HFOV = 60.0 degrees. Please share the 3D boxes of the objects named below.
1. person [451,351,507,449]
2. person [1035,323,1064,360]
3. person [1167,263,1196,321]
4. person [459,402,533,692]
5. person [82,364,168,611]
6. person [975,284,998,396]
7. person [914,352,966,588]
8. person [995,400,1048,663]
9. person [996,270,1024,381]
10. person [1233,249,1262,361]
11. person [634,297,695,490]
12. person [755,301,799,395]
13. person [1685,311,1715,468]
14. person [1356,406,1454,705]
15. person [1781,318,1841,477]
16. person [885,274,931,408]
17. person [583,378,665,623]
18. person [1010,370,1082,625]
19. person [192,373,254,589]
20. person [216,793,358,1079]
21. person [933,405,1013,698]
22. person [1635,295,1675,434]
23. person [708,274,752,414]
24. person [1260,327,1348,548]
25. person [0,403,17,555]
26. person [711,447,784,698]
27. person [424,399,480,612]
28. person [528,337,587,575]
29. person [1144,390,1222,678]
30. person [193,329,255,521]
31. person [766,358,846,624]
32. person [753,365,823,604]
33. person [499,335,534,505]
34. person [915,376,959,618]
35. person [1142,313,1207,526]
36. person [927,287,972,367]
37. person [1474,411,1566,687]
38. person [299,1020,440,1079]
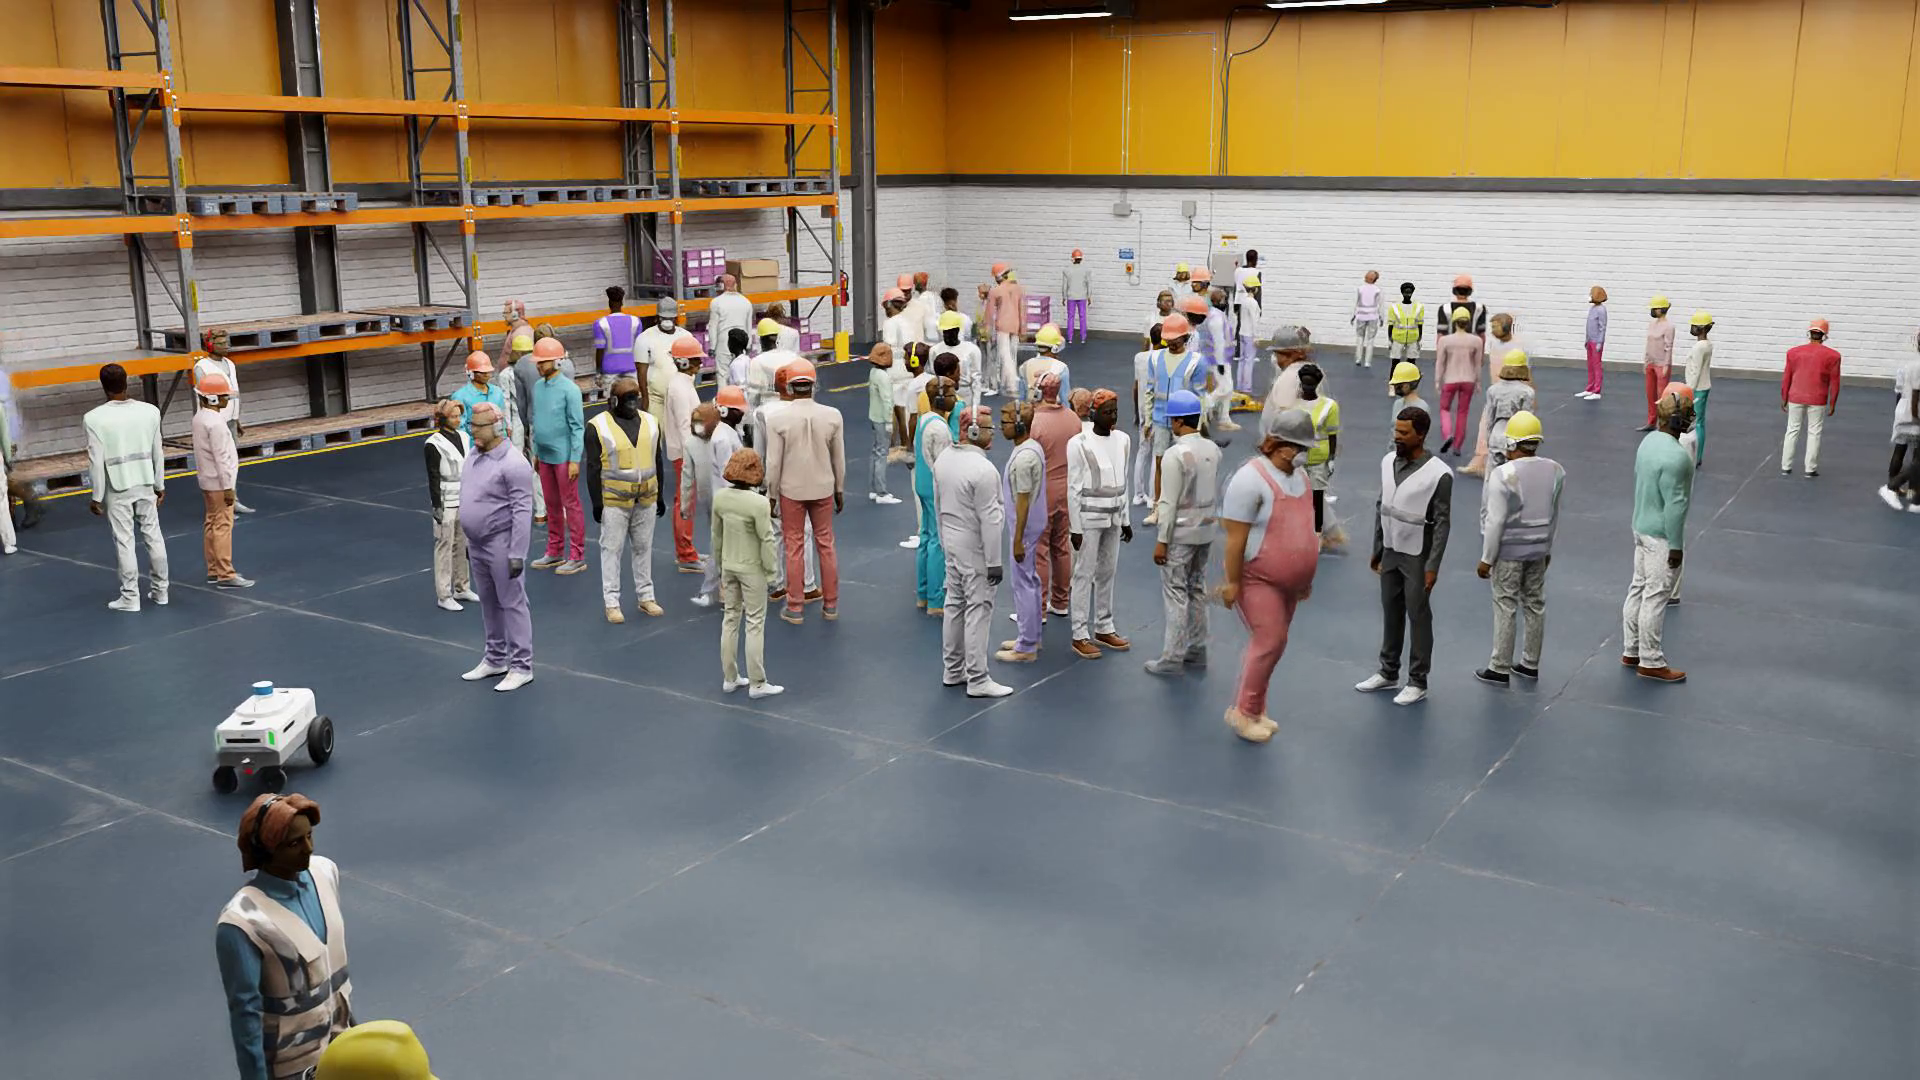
[{"bbox_3d":[-4.309,-0.835,15.058,0.329,1.751,0.569,8,15,31],"label":"person"},{"bbox_3d":[0.931,-1.409,17.541,0.320,1.755,0.559,1,13,3],"label":"person"},{"bbox_3d":[3.665,-3.712,27.555,0.487,1.746,0.290,1,13,4],"label":"person"},{"bbox_3d":[-3.071,0.039,10.933,0.639,1.908,0.406,12,17,41],"label":"person"},{"bbox_3d":[-6.412,-0.403,12.834,0.390,1.914,0.591,8,15,32],"label":"person"},{"bbox_3d":[0.397,-2.937,24.429,0.313,1.636,0.517,-7,15,-27],"label":"person"},{"bbox_3d":[-0.152,-0.570,13.551,0.396,1.917,0.590,-9,16,-34],"label":"person"},{"bbox_3d":[0.431,-0.059,11.517,0.340,1.838,0.506,2,13,9],"label":"person"},{"bbox_3d":[0.772,-3.339,25.946,0.487,1.741,0.314,-5,14,-19],"label":"person"},{"bbox_3d":[4.916,-4.027,28.557,0.400,1.910,0.601,-10,16,-36],"label":"person"},{"bbox_3d":[-3.042,-1.547,17.516,0.684,2.000,0.536,-10,16,-36],"label":"person"},{"bbox_3d":[-2.086,-1.816,19.114,0.516,1.842,0.324,-3,13,-12],"label":"person"},{"bbox_3d":[8.286,-1.691,18.746,0.313,1.769,0.525,9,16,34],"label":"person"},{"bbox_3d":[2.882,0.091,10.678,0.390,1.920,0.587,-7,15,-28],"label":"person"},{"bbox_3d":[9.314,-1.557,18.225,0.573,1.739,0.355,9,16,34],"label":"person"},{"bbox_3d":[-0.681,-2.454,21.581,0.636,1.977,0.486,2,13,8],"label":"person"},{"bbox_3d":[-2.503,-0.306,12.570,0.625,1.845,0.429,-10,16,-36],"label":"person"},{"bbox_3d":[0.621,-0.321,12.484,0.410,1.913,0.643,11,17,40],"label":"person"},{"bbox_3d":[-6.017,-0.487,13.548,0.342,1.749,0.569,-10,16,-37],"label":"person"},{"bbox_3d":[-1.997,1.538,5.013,0.305,1.640,0.522,3,13,12],"label":"person"},{"bbox_3d":[0.097,0.070,10.800,0.408,1.904,0.653,-8,15,-30],"label":"person"},{"bbox_3d":[8.808,-2.213,21.032,0.340,1.760,0.530,-2,13,-9],"label":"person"},{"bbox_3d":[-3.143,-2.663,22.679,0.659,1.896,0.401,-10,16,-37],"label":"person"},{"bbox_3d":[3.061,-0.942,14.893,0.938,2.000,0.691,5,14,19],"label":"person"},{"bbox_3d":[-8.547,-0.649,14.506,0.522,1.637,0.305,-10,16,-37],"label":"person"},{"bbox_3d":[-1.389,0.210,10.789,0.507,1.631,0.265,10,16,36],"label":"person"},{"bbox_3d":[-3.931,-0.279,12.899,0.306,1.636,0.525,4,14,16],"label":"person"},{"bbox_3d":[-3.397,-0.708,13.982,0.614,1.993,0.387,11,17,39],"label":"person"},{"bbox_3d":[1.519,-0.045,11.244,0.419,1.933,0.618,10,16,37],"label":"person"},{"bbox_3d":[-7.157,-1.123,16.101,0.390,1.846,0.565,1,13,4],"label":"person"},{"bbox_3d":[-1.164,-0.367,12.502,0.621,1.990,0.396,-5,14,-22],"label":"person"},{"bbox_3d":[-1.327,-0.430,13.020,0.575,1.883,0.355,4,14,16],"label":"person"},{"bbox_3d":[-4.304,-1.158,16.480,0.287,1.745,0.485,12,18,42],"label":"person"},{"bbox_3d":[-0.170,-0.331,12.668,0.327,1.843,0.514,-4,14,-17],"label":"person"},{"bbox_3d":[2.003,-1.113,15.642,0.606,2.039,0.381,7,15,29],"label":"person"},{"bbox_3d":[-0.110,-2.139,20.368,0.644,1.898,1.021,-5,14,-20],"label":"person"},{"bbox_3d":[3.677,0.061,10.996,0.587,1.835,0.404,-5,14,-22],"label":"person"},{"bbox_3d":[-1.202,1.828,3.501,0.339,1.761,0.523,-1,13,-5],"label":"person"}]
